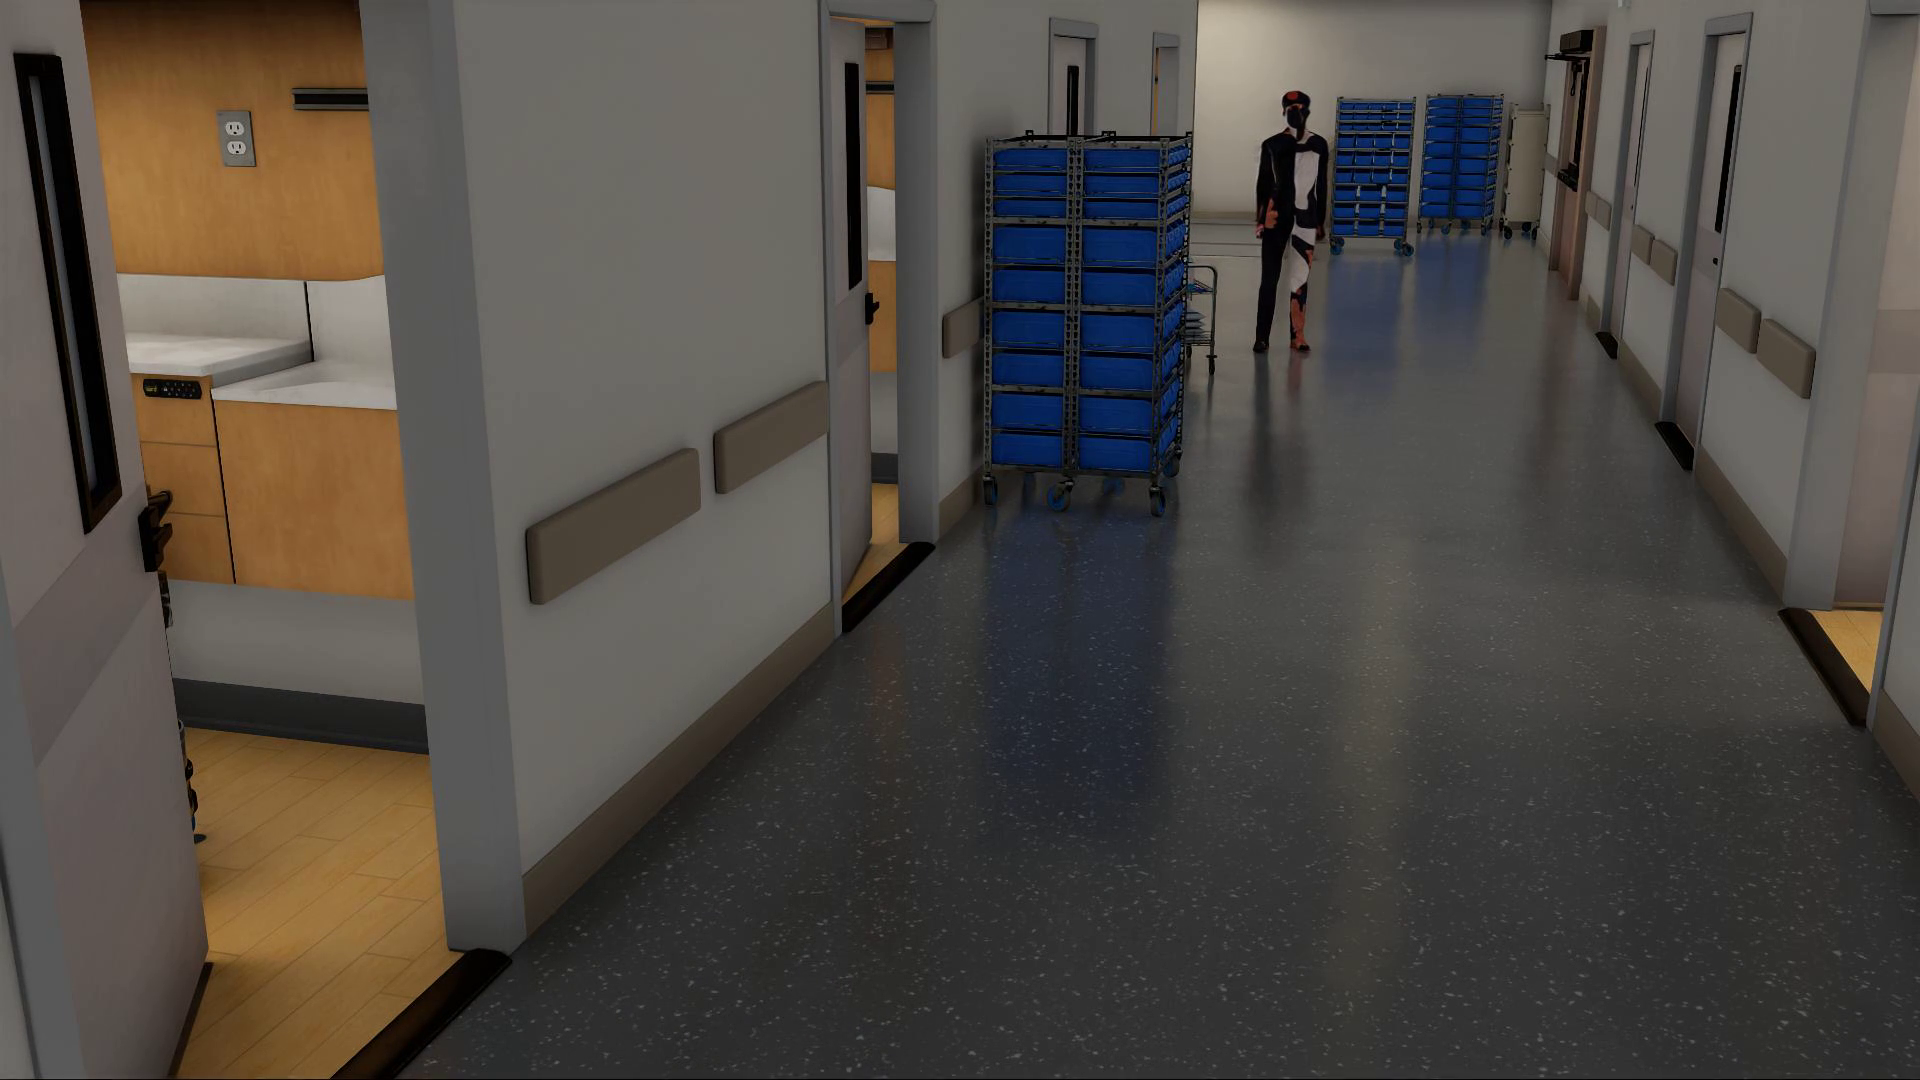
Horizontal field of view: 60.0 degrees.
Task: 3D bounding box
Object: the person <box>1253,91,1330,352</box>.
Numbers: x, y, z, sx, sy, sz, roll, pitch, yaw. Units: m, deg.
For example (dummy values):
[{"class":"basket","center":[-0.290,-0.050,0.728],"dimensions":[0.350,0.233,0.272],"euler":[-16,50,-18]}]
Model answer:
[{"class":"person","center":[2.447,-2.354,12.327],"dimensions":[0.719,1.892,0.653],"euler":[1,16,3]}]
